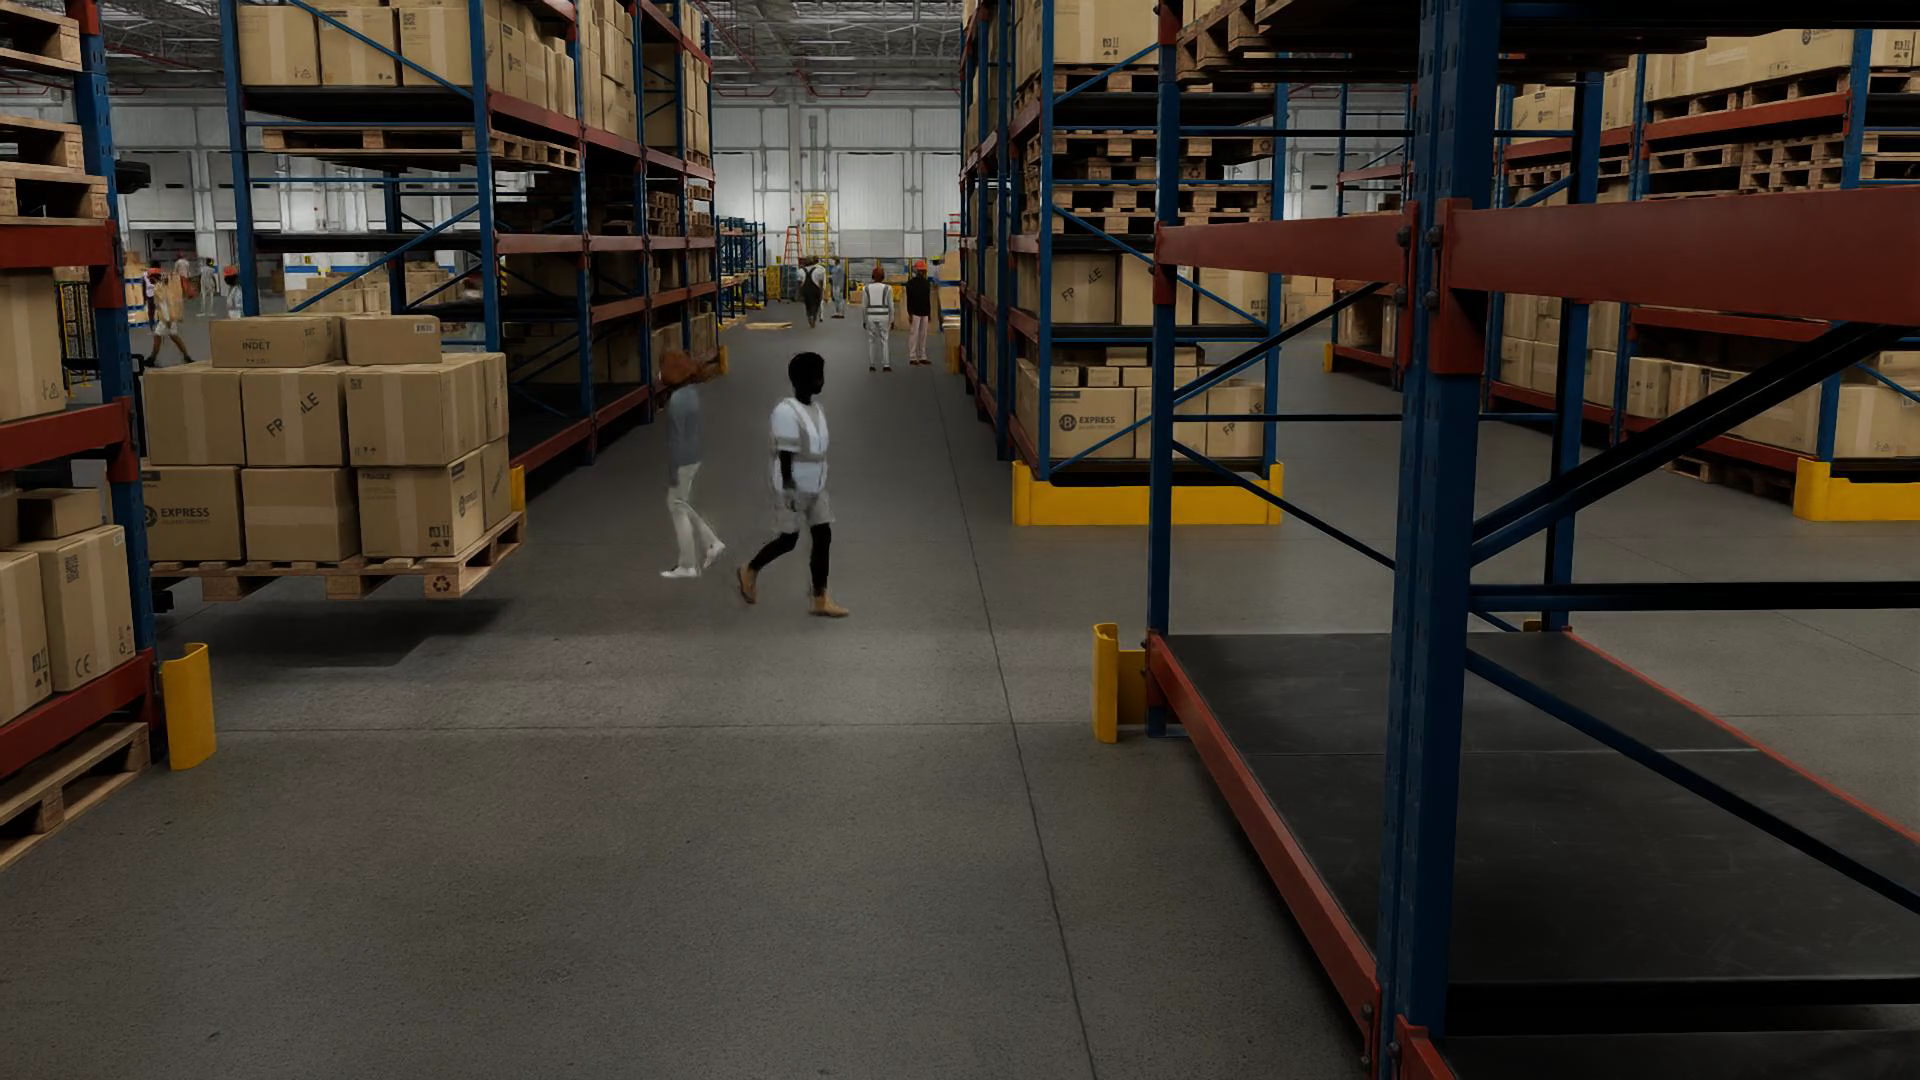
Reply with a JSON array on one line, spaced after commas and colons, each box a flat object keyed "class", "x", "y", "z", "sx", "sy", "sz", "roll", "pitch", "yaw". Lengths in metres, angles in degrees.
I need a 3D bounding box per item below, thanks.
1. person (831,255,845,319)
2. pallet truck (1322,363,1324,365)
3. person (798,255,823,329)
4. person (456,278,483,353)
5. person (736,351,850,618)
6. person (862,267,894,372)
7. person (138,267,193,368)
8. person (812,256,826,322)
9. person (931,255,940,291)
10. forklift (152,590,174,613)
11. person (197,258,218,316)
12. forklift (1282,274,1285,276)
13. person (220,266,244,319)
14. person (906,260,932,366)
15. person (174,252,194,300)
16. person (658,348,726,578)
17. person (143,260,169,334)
[{"class": "person", "x": -3.727, "y": -7.727, "z": 50.794, "sx": 0.353, "sy": 1.936, "sz": 0.635, "roll": -6, "pitch": 12, "yaw": -30}, {"class": "pallet truck", "x": 7.712, "y": -4.157, "z": 30.737, "sx": 1.885, "sy": 1.965, "sz": 0.823, "roll": 3, "pitch": 11, "yaw": 16}, {"class": "person", "x": -4.020, "y": -6.690, "z": 44.732, "sx": 0.686, "sy": 2.000, "sz": 0.728, "roll": 2, "pitch": 10, "yaw": 9}, {"class": "person", "x": -9.859, "y": -4.423, "z": 33.260, "sx": 0.699, "sy": 1.609, "sz": 0.546, "roll": 6, "pitch": 12, "yaw": 30}, {"class": "person", "x": -1.051, "y": -0.350, "z": 10.418, "sx": 0.695, "sy": 1.676, "sz": 0.531, "roll": 6, "pitch": 12, "yaw": 29}, {"class": "person", "x": -1.470, "y": -3.956, "z": 29.937, "sx": 0.584, "sy": 1.882, "sz": 0.337, "roll": 2, "pitch": 10, "yaw": 10}, {"class": "person", "x": -14.788, "y": -4.114, "z": 30.885, "sx": 0.992, "sy": 1.863, "sz": 0.616, "roll": -2, "pitch": 10, "yaw": -9}, {"class": "person", "x": -4.212, "y": -7.300, "z": 48.414, "sx": 0.630, "sy": 1.940, "sz": 0.372, "roll": -2, "pitch": 10, "yaw": -10}, {"class": "person", "x": -0.890, "y": -8.555, "z": 55.522, "sx": 0.940, "sy": 1.885, "sz": 0.612, "roll": 0, "pitch": 10, "yaw": 1}, {"class": "forklift", "x": -5.858, "y": -0.811, "z": 9.639, "sx": 1.873, "sy": 2.768, "sz": 1.129, "roll": -1, "pitch": 10, "yaw": -3}, {"class": "person", "x": -23.907, "y": -8.015, "z": 52.709, "sx": 0.692, "sy": 1.836, "sz": 0.383, "roll": 0, "pitch": 10, "yaw": 0}, {"class": "forklift", "x": 12.240, "y": -10.302, "z": 62.509, "sx": 1.129, "sy": 2.768, "sz": 1.873, "roll": 0, "pitch": 10, "yaw": -2}, {"class": "person", "x": -12.731, "y": -3.888, "z": 29.461, "sx": 0.596, "sy": 1.918, "sz": 0.600, "roll": -9, "pitch": 13, "yaw": -40}, {"class": "person", "x": -0.763, "y": -4.292, "z": 31.497, "sx": 0.381, "sy": 1.994, "sz": 0.622, "roll": 9, "pitch": 13, "yaw": 40}, {"class": "person", "x": -31.338, "y": -10.647, "z": 67.064, "sx": 1.045, "sy": 1.945, "sz": 0.611, "roll": 3, "pitch": 11, "yaw": 16}, {"class": "person", "x": -1.915, "y": -0.527, "z": 11.553, "sx": 0.387, "sy": 1.615, "sz": 0.518, "roll": 1, "pitch": 10, "yaw": 4}, {"class": "person", "x": -20.290, "y": -6.120, "z": 41.981, "sx": 0.622, "sy": 1.888, "sz": 0.566, "roll": -3, "pitch": 11, "yaw": -18}]
